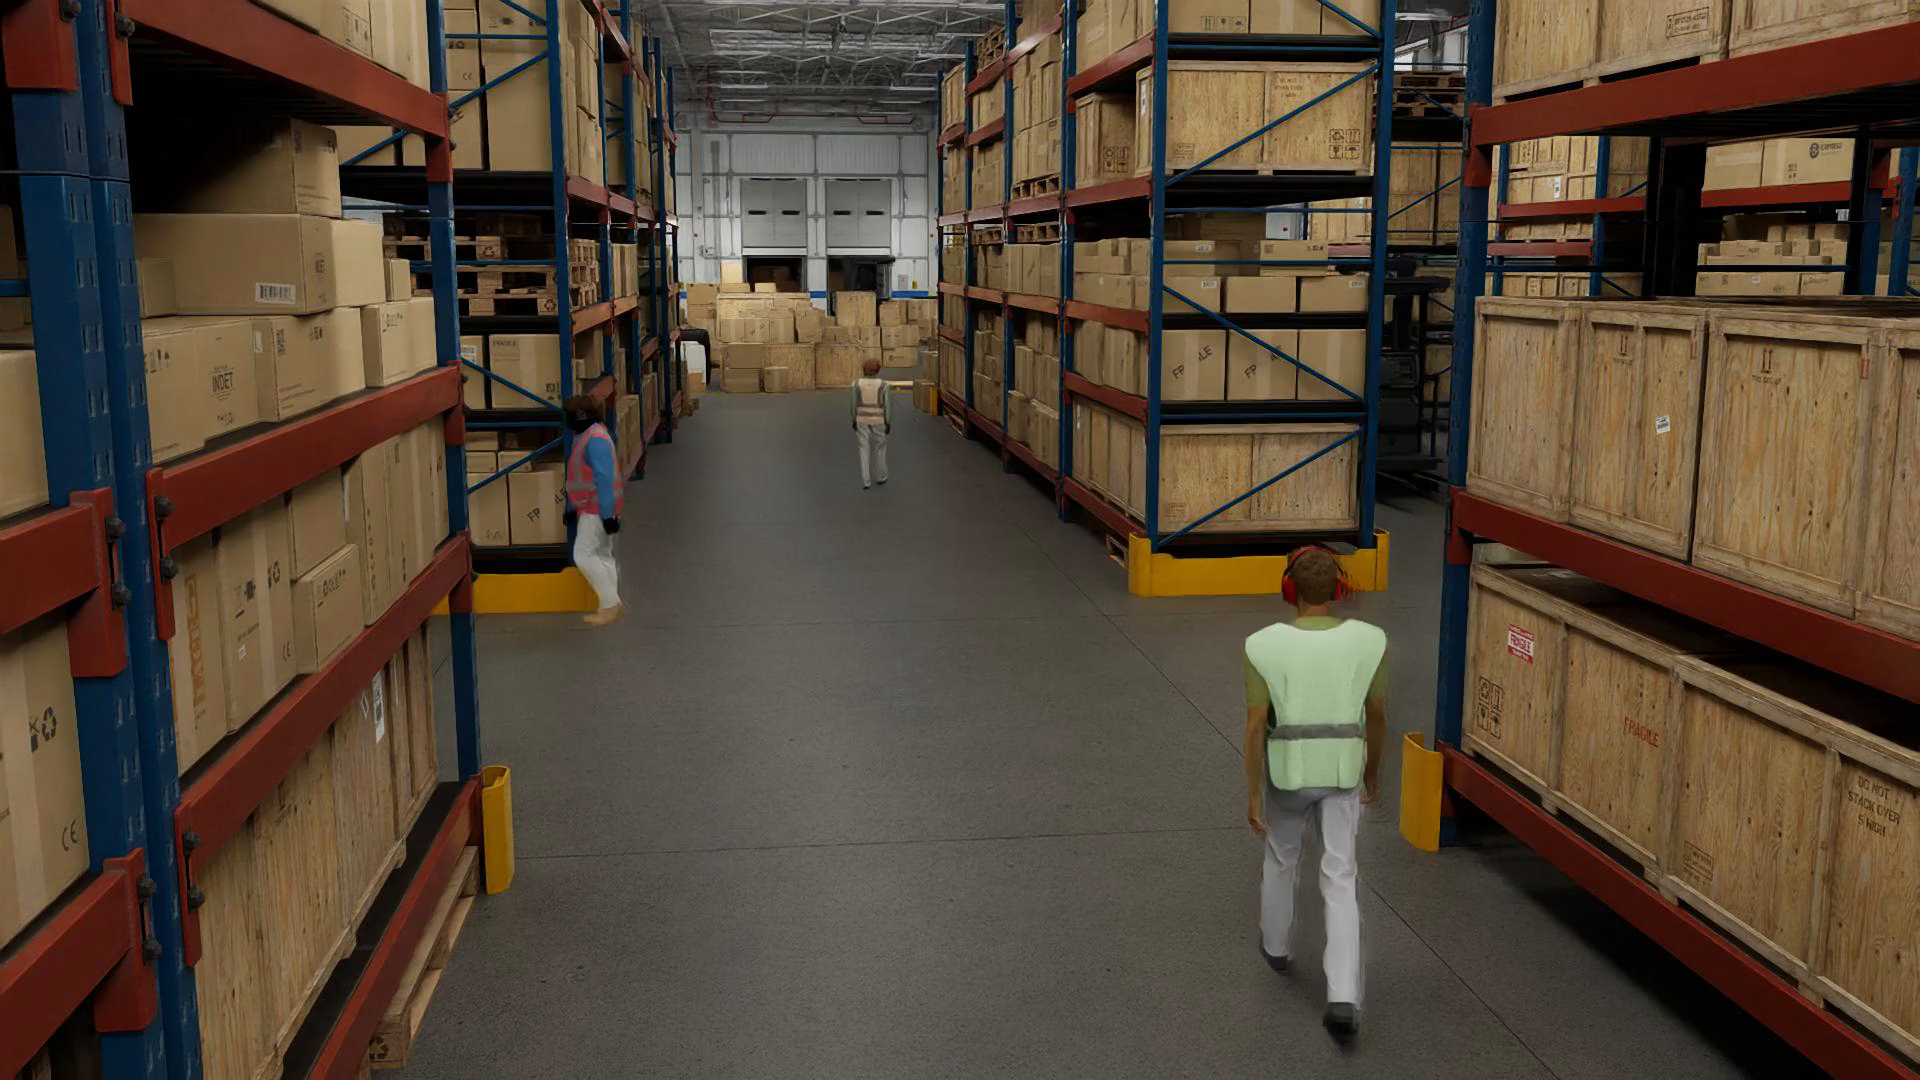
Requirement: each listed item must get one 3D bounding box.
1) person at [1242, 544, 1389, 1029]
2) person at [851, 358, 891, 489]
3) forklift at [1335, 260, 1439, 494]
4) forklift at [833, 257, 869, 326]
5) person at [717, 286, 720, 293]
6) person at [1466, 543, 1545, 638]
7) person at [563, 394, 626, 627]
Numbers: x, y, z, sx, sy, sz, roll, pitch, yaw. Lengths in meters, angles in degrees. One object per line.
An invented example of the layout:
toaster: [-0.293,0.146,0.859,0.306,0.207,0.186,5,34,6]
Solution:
person: [1.362,0.918,6.373,0.577,1.806,0.950,0,10,2]
person: [-1.099,-1.462,20.779,0.533,1.598,0.819,1,10,7]
forklift: [5.092,-2.070,20.616,1.129,2.768,1.873,-1,10,-7]
forklift: [-2.970,-6.678,47.442,1.873,2.768,1.129,6,11,30]
person: [-9.922,-9.719,68.881,0.868,1.586,0.544,-3,10,-15]
person: [2.864,0.398,8.889,0.852,1.963,0.648,-1,10,-8]
person: [-2.871,-0.226,12.982,0.478,1.819,0.642,-3,10,-15]
